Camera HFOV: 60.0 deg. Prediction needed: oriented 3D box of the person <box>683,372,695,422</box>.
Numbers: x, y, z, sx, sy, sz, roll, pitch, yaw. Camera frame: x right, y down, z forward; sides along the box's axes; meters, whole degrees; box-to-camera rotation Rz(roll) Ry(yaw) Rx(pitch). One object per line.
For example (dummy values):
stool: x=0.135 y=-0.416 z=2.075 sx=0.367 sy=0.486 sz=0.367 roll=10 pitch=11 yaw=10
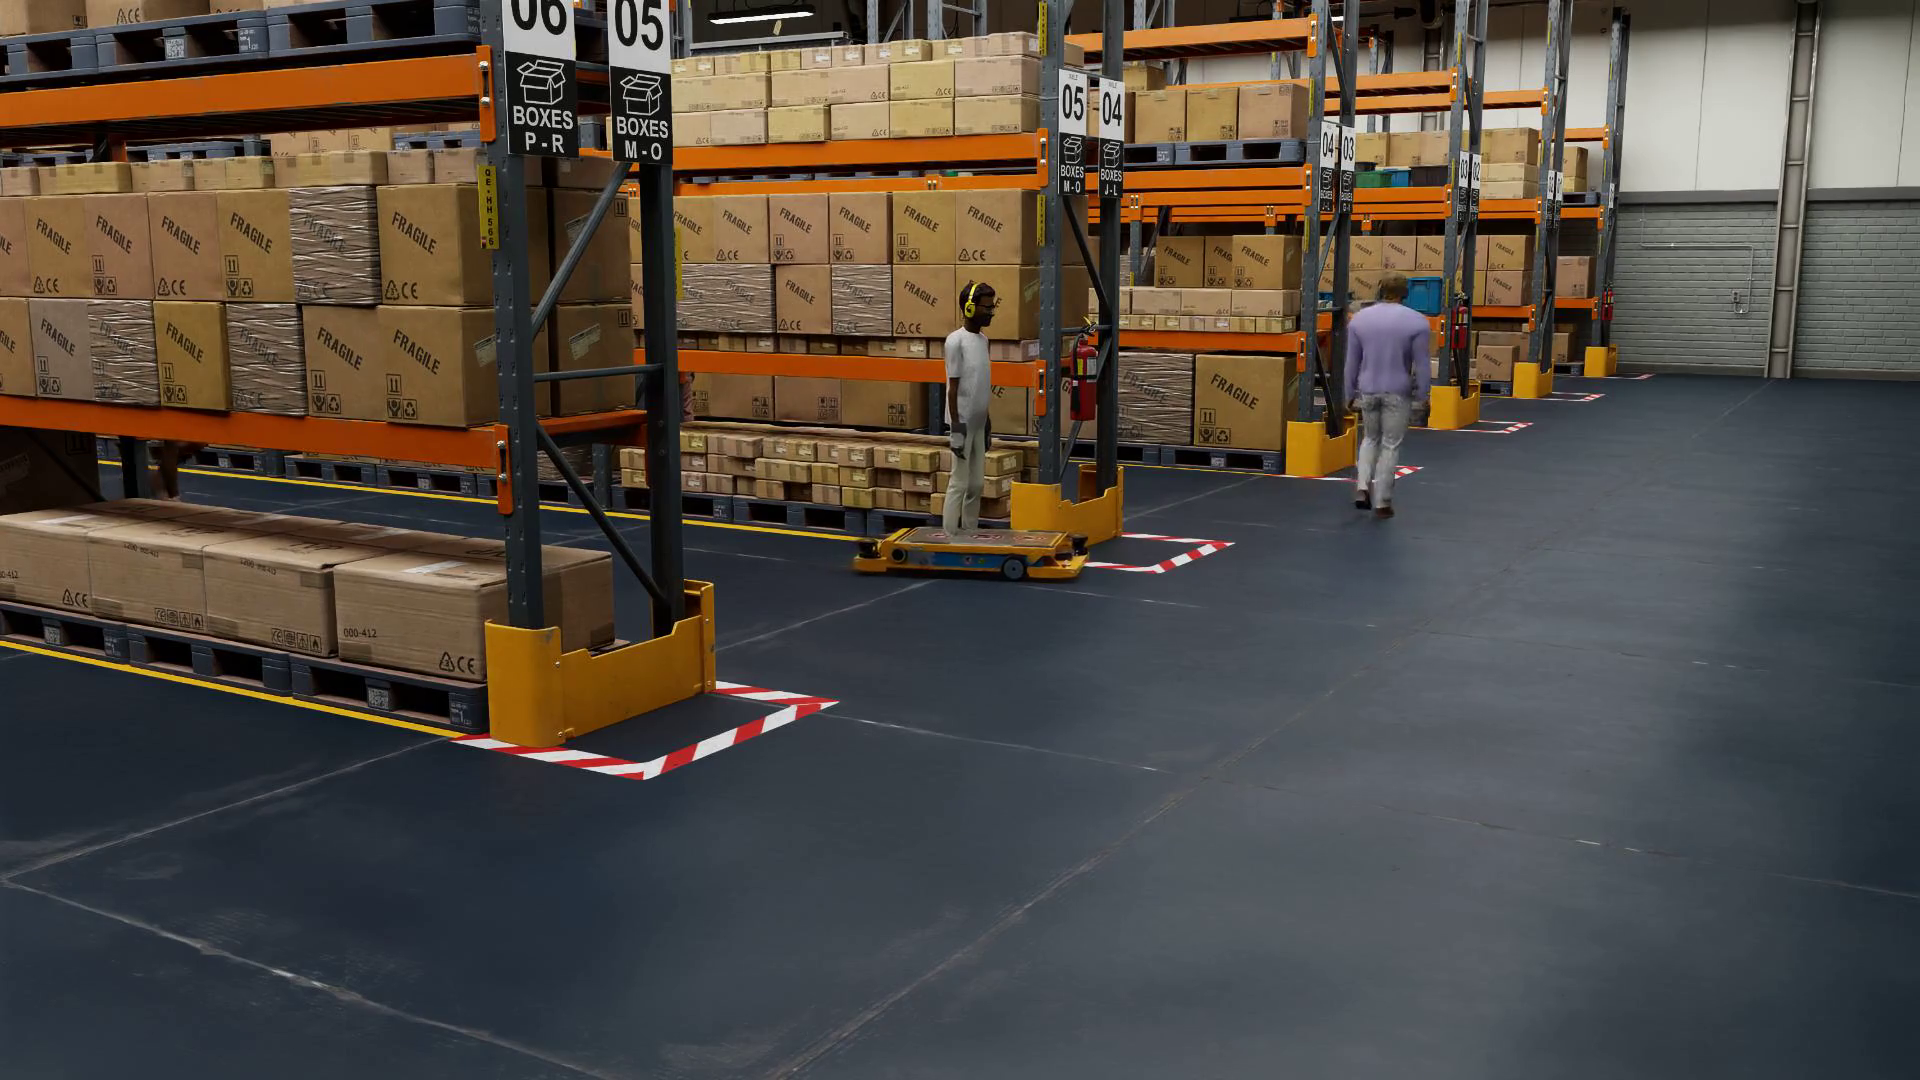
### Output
person: x=-2.798 y=-1.640 z=15.977 sx=0.405 sy=1.906 sz=0.652 roll=6 pitch=11 yaw=32

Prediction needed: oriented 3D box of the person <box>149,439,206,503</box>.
person: x=-6.062 y=-1.136 z=12.670 sx=0.582 sy=2.028 sz=0.631 roll=3 pitch=10 yaw=19

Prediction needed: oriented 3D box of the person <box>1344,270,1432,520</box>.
person: x=3.308 y=-1.114 z=12.861 sx=0.648 sy=1.921 sz=0.455 roll=7 pitch=12 yaw=34

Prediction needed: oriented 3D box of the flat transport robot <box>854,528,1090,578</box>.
flat transport robot: x=0.089 y=0.070 z=10.747 sx=1.431 sy=0.197 sz=0.652 roll=2 pitch=10 yaw=12

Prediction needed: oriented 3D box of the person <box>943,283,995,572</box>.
person: x=0.070 y=-0.728 z=10.788 sx=0.326 sy=1.860 sz=0.514 roll=5 pitch=11 yaw=28

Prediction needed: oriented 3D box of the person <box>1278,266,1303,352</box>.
person: x=3.871 y=-2.233 z=19.369 sx=0.373 sy=1.937 sz=0.629 roll=4 pitch=11 yaw=23
